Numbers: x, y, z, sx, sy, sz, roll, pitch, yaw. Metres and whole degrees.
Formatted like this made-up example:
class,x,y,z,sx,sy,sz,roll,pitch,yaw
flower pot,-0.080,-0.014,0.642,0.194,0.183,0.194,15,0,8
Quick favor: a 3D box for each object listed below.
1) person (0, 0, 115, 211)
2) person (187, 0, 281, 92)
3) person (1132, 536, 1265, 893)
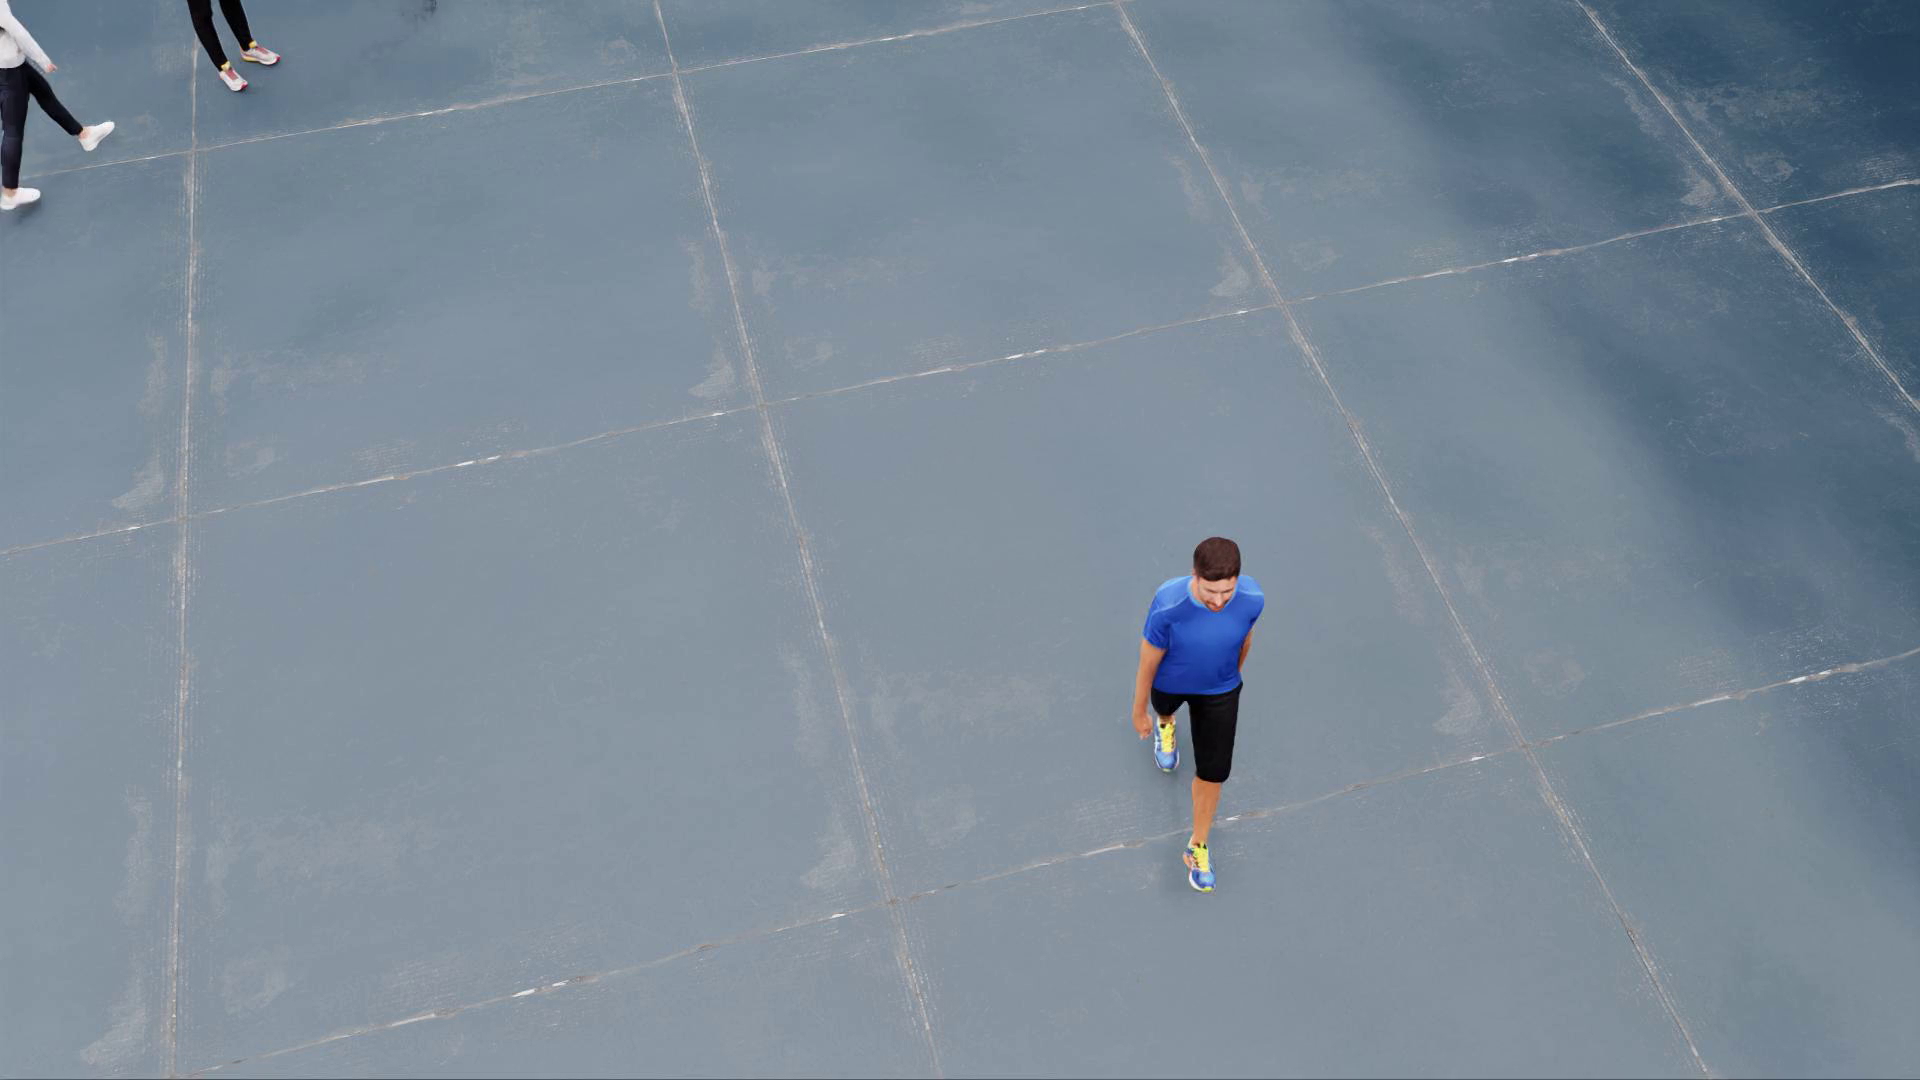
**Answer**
class,x,y,z,sx,sy,sz,roll,pitch,yaw
person,-5.465,-2.627,9.387,1.097,1.653,1.184,22,55,16
person,-4.618,-3.595,10.068,0.777,1.762,0.718,25,56,18
person,0.941,0.496,6.866,0.820,1.815,1.253,-2,52,-1
